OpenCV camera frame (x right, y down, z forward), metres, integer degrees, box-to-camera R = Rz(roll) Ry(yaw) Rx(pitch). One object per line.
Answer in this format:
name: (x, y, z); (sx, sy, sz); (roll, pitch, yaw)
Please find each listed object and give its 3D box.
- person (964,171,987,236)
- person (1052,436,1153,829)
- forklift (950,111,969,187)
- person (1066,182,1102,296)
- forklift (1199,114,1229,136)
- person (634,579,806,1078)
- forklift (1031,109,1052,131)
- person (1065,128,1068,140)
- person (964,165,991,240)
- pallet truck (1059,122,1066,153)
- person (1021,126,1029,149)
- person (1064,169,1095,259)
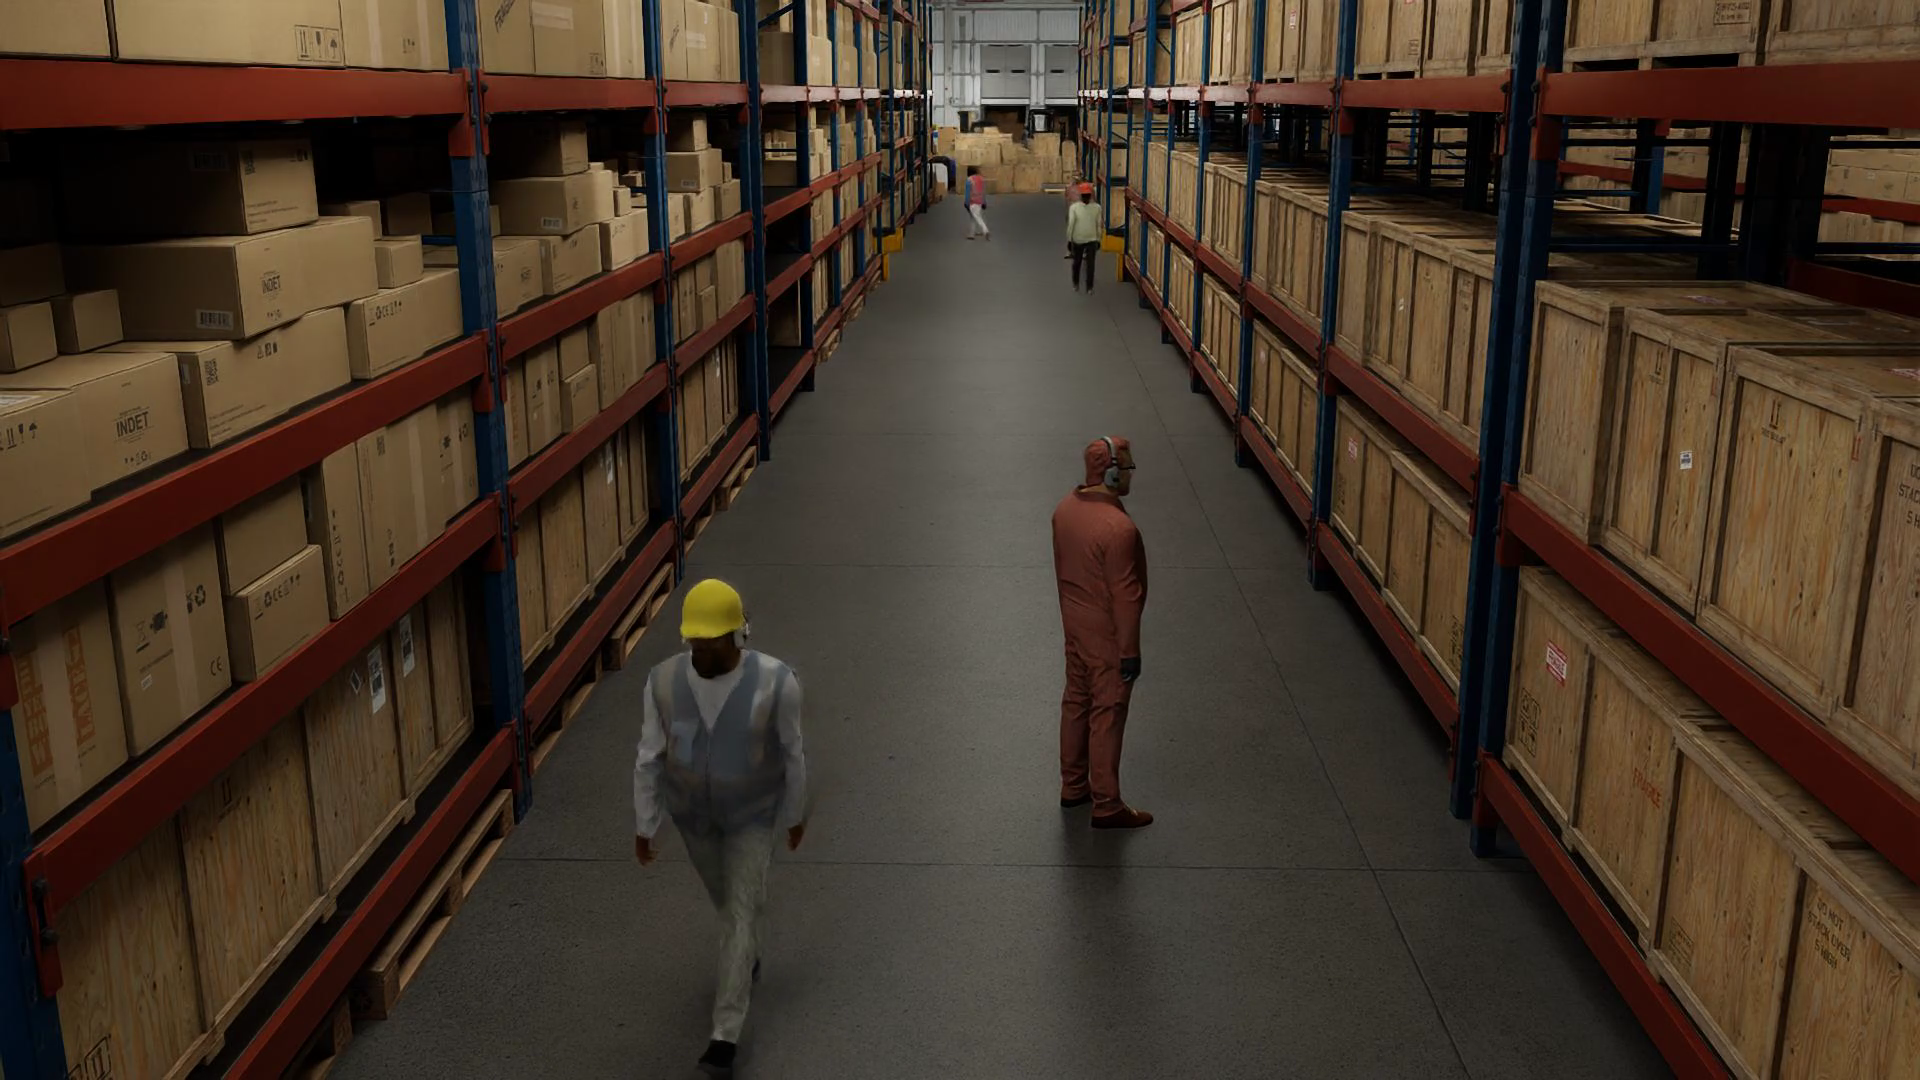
person: (0.427, -8.356, 41.332); (0.519, 1.590, 0.848); (11, 18, 35)
person: (0.698, 0.441, 7.999); (0.408, 1.908, 0.644); (-7, 17, -25)
forklift: (0.141, -14.563, 61.975); (1.873, 2.768, 1.129); (0, 15, 2)
person: (2.180, -5.332, 29.380); (0.631, 1.968, 0.857); (-1, 15, -5)
forklift: (8.007, -12.086, 52.758); (1.129, 2.768, 1.873); (0, 15, 2)
person: (-0.901, 1.011, 6.110); (0.611, 1.777, 0.942); (2, 15, 9)
forklift: (3.436, -16.836, 70.433); (1.129, 2.768, 1.873); (0, 15, 2)
person: (5.786, -22.034, 92.164); (0.684, 1.618, 0.521); (-1, 15, -4)
person: (0.425, -8.089, 39.947); (0.820, 1.814, 0.628); (11, 19, 36)
pallet truck: (5.788, -21.111, 88.014); (1.885, 1.965, 0.823); (5, 16, 18)
person: (3.203, -19.749, 83.180); (0.559, 1.891, 0.803); (-2, 15, -8)
person: (2.532, -6.959, 35.538); (0.643, 1.905, 0.400); (8, 17, 28)
